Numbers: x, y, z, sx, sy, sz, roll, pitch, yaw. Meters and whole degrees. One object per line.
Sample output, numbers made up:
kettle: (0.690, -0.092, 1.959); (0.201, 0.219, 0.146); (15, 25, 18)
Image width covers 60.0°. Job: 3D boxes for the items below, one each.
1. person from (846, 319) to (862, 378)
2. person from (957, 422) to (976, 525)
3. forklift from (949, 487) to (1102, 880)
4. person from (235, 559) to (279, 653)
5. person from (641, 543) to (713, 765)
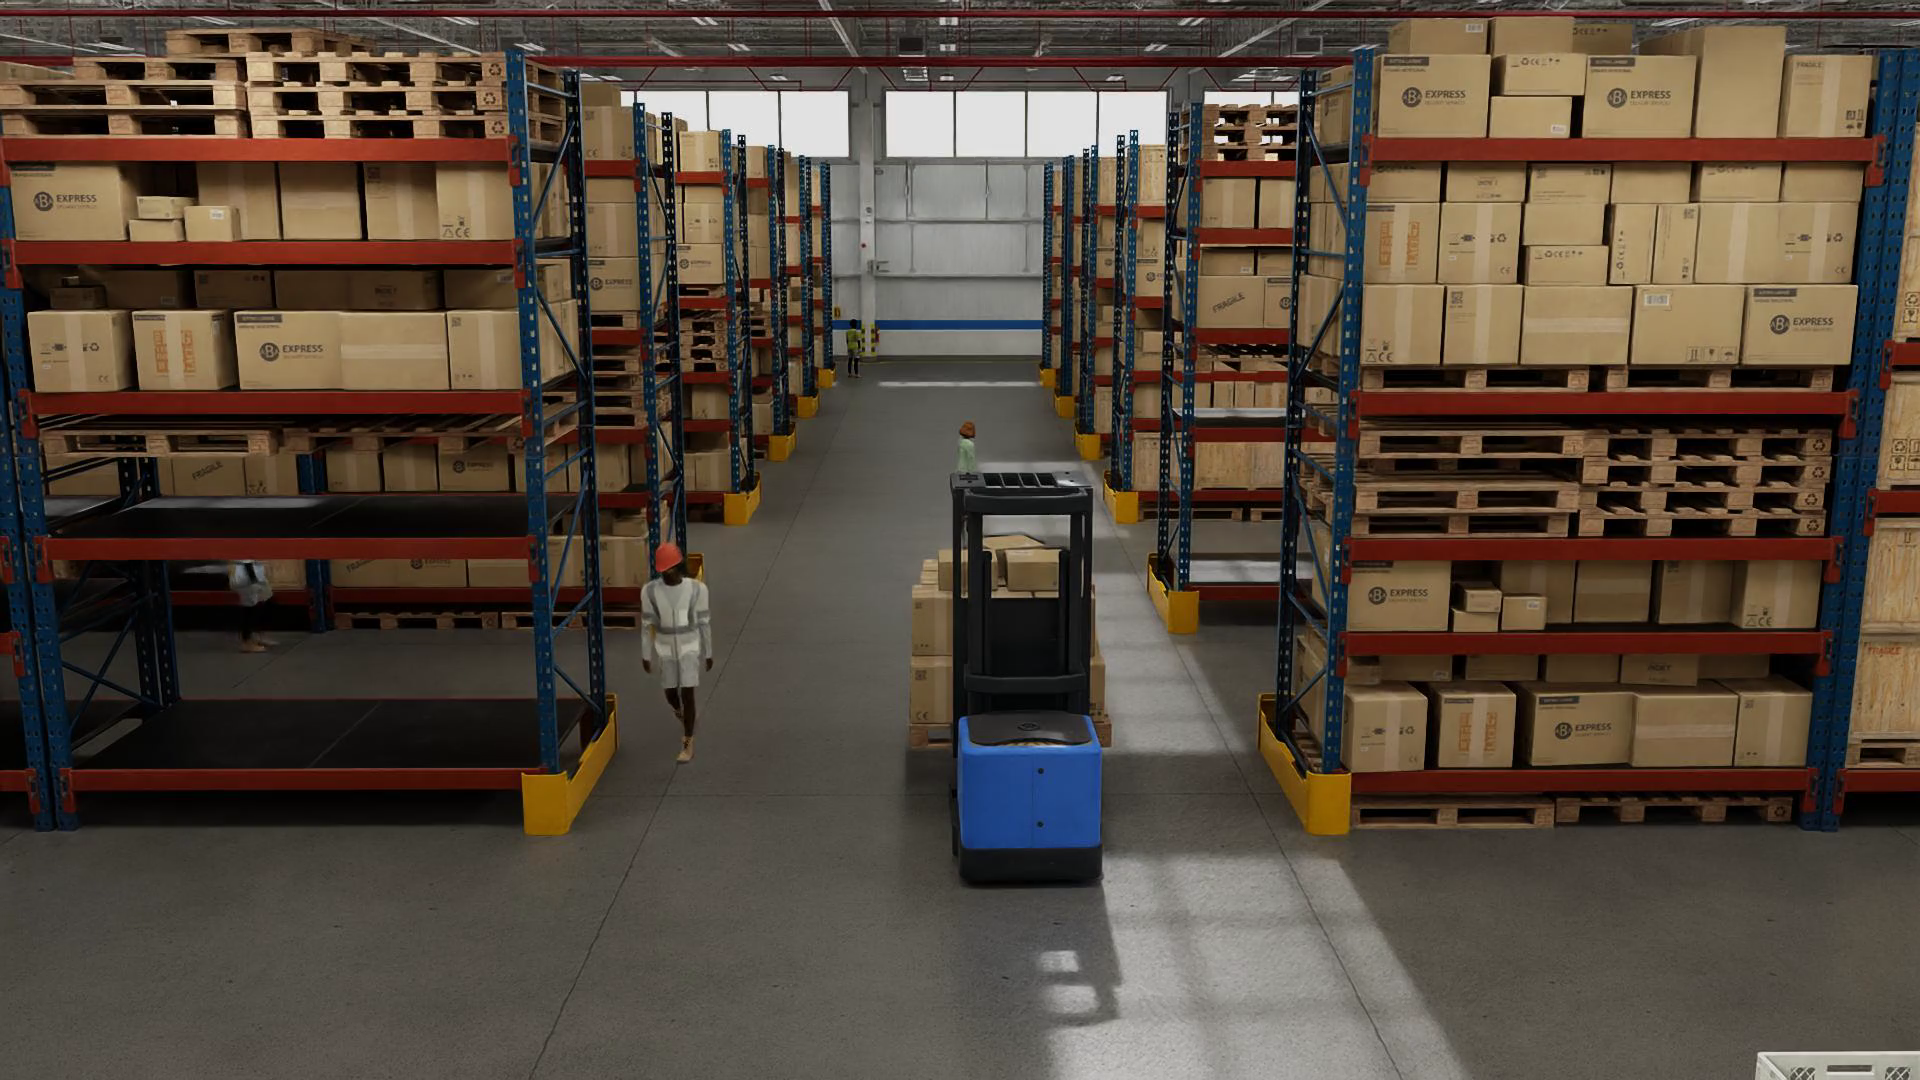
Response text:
person: (-3.063, -5.530, 48.050); (0.541, 1.697, 0.316); (9, 15, 38)
person: (0.106, -1.041, 25.988); (0.281, 1.624, 0.494); (-5, 12, -23)
forklift: (0.495, 0.986, 12.813); (1.129, 2.768, 1.873); (0, 11, -2)
person: (-7.819, 0.440, 18.491); (0.481, 1.678, 0.548); (-1, 11, -6)
person: (-2.563, 0.965, 15.108); (0.645, 2.012, 0.802); (-1, 11, -3)
